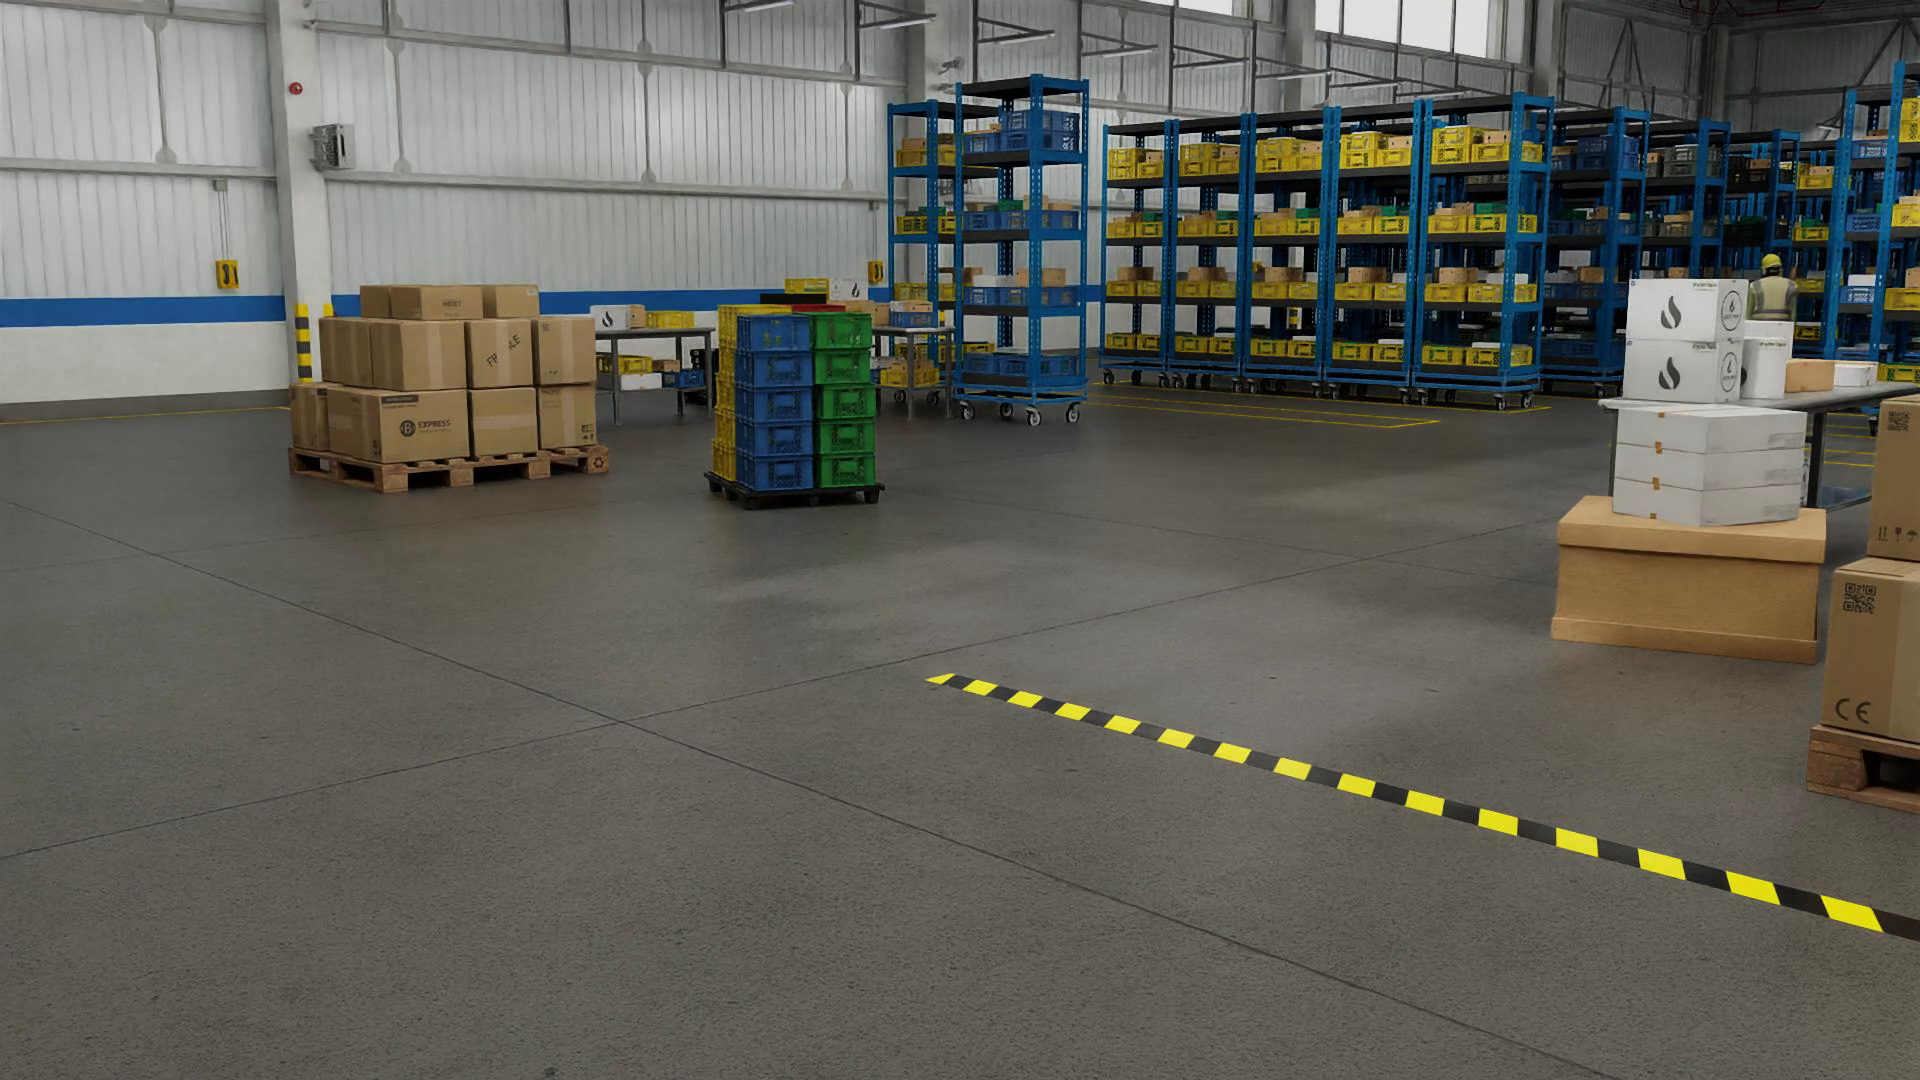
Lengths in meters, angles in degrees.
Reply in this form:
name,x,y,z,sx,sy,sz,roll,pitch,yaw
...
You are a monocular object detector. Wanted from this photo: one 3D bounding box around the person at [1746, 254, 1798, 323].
name,x,y,z,sx,sy,sz,roll,pitch,yaw
person,9.922,-2.592,20.418,0.603,1.821,0.408,2,10,11
